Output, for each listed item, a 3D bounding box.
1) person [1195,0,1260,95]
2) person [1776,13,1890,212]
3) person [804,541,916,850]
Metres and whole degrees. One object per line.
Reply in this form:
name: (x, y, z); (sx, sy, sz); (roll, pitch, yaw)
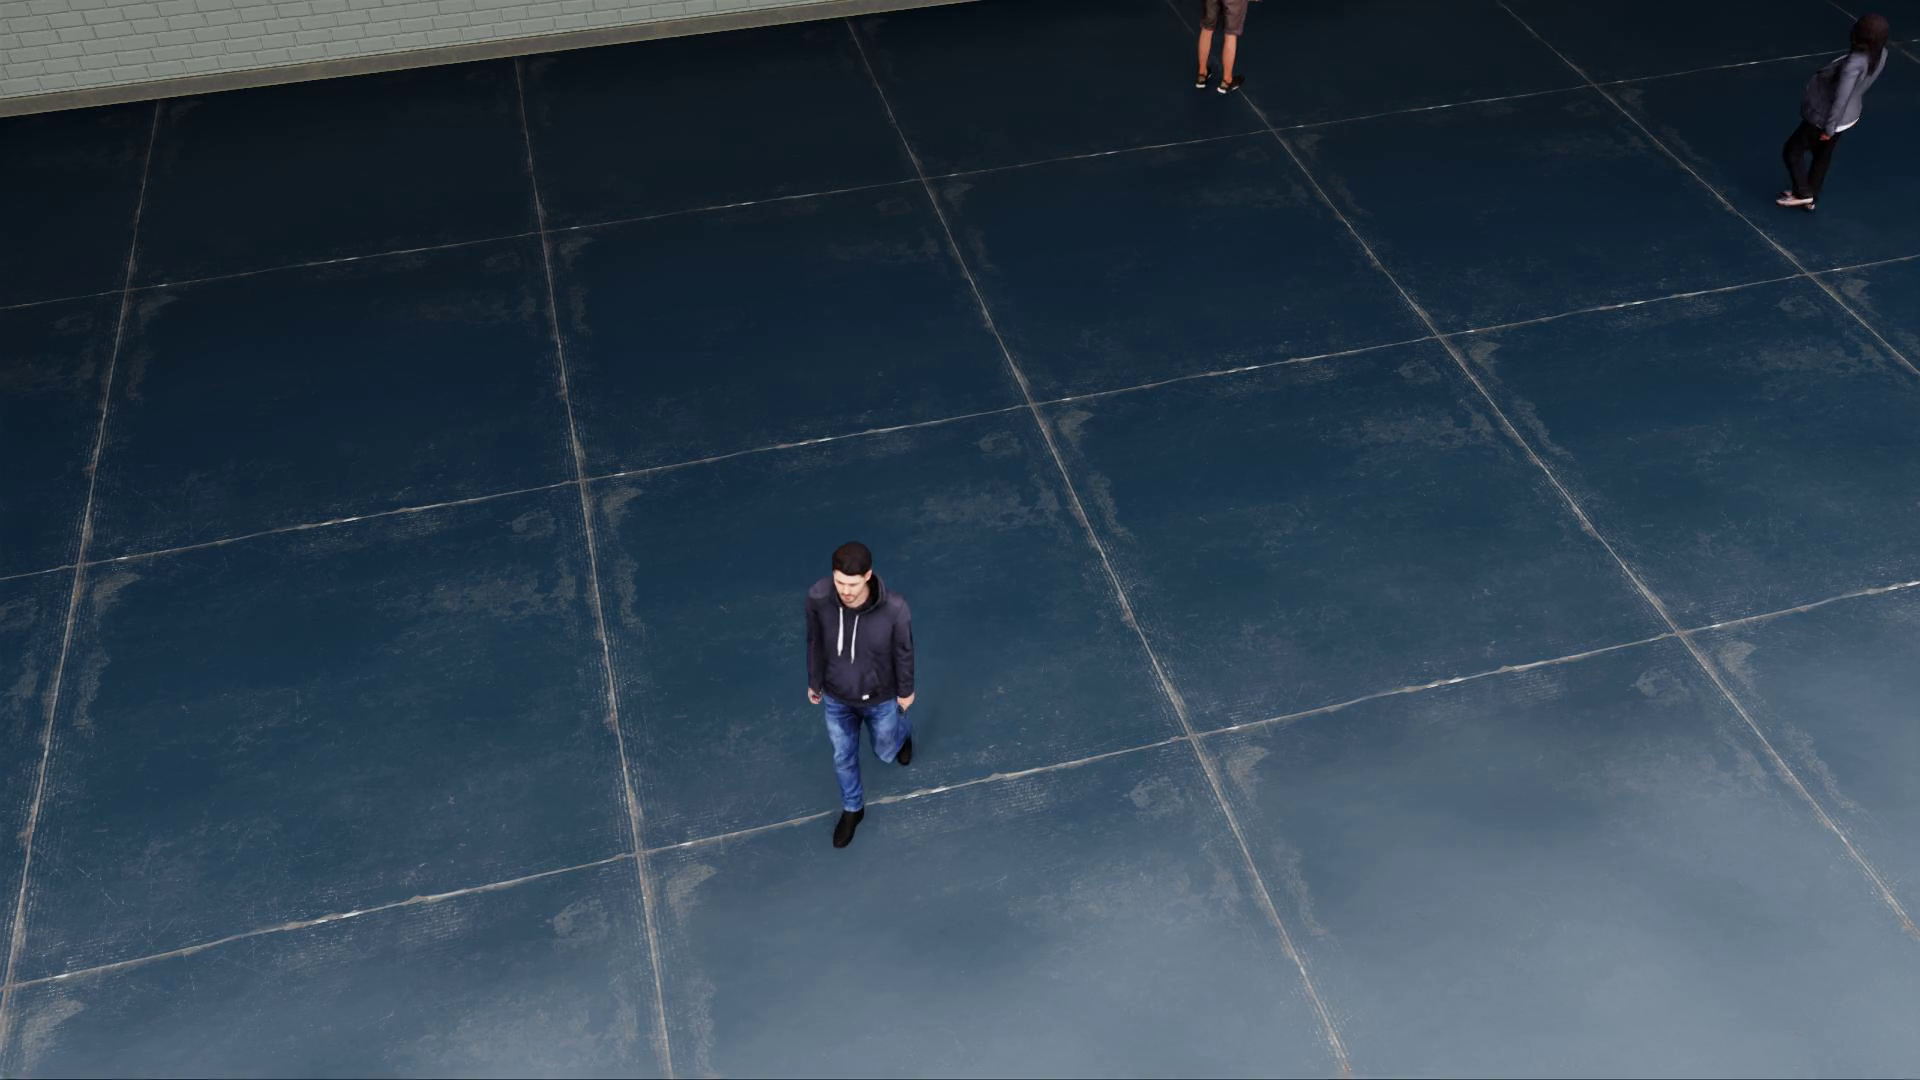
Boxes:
person: (2.196, -4.618, 13.768); (0.755, 1.862, 0.815); (22, 47, 21)
person: (6.554, -3.130, 12.378); (0.788, 1.585, 0.803); (-30, 51, -28)
person: (-0.455, 0.662, 8.105); (0.990, 1.873, 1.133); (11, 44, 11)
